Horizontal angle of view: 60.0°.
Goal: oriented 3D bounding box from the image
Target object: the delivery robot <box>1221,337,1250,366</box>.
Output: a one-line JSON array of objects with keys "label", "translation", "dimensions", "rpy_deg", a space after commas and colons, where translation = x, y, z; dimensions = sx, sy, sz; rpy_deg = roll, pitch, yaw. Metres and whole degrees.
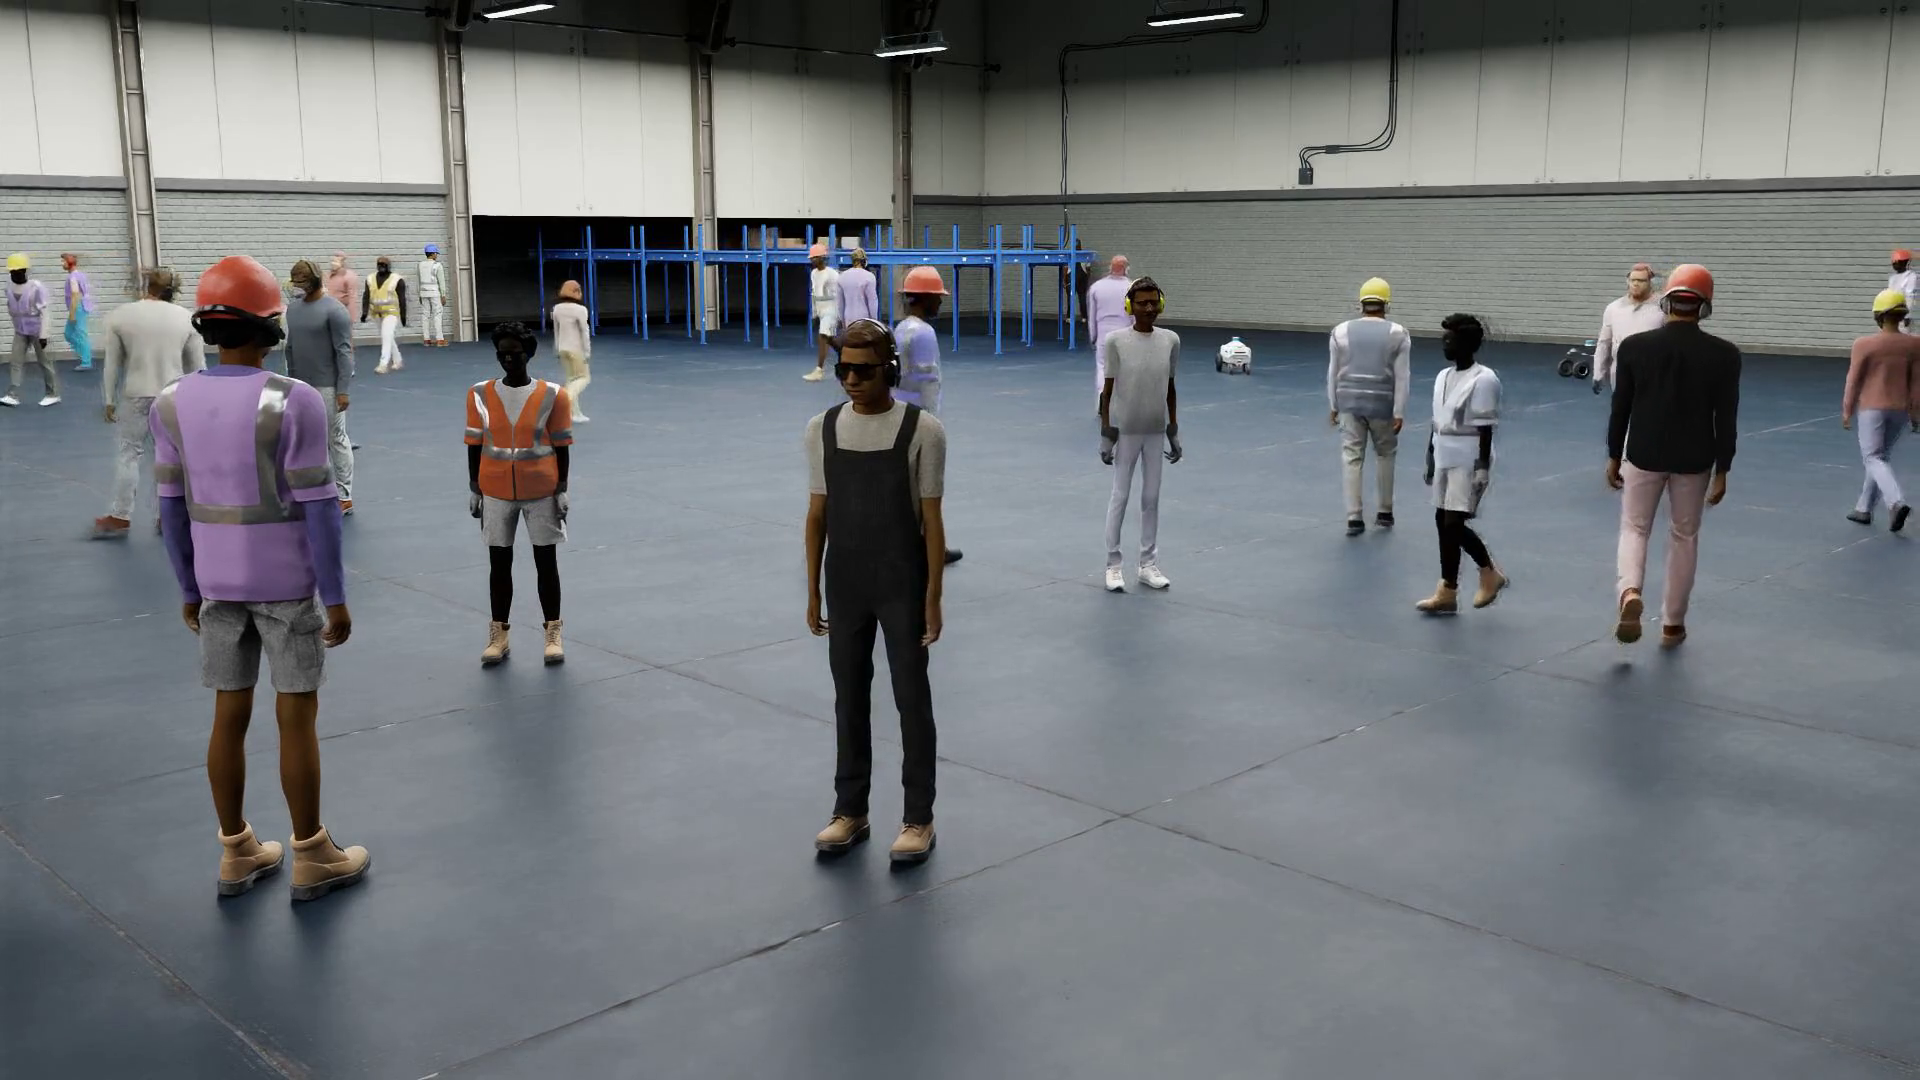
[{"label": "delivery robot", "translation": [4.265, -2.899, 25.749], "dimensions": [0.477, 0.478, 0.707], "rpy_deg": [-1, 10, -3]}]

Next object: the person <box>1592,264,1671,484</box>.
[{"label": "person", "translation": [5.757, -1.422, 14.270], "dimensions": [1.005, 1.854, 0.672], "rpy_deg": [-10, 14, -44]}]

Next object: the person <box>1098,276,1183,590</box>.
[{"label": "person", "translation": [1.086, -0.637, 9.972], "dimensions": [0.535, 1.868, 0.309], "rpy_deg": [-3, 11, -17]}]

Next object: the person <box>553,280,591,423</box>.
[{"label": "person", "translation": [-4.384, -2.114, 18.713], "dimensions": [0.501, 1.618, 0.491], "rpy_deg": [6, 12, 29]}]

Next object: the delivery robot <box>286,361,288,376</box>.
[{"label": "delivery robot", "translation": [-9.195, -2.456, 23.335], "dimensions": [0.477, 0.478, 0.707], "rpy_deg": [-1, 11, -6]}]

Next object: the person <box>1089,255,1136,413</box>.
[{"label": "person", "translation": [1.812, -2.385, 19.461], "dimensions": [0.649, 1.886, 0.763], "rpy_deg": [2, 11, 12]}]

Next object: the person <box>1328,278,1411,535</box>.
[{"label": "person", "translation": [2.945, -0.967, 11.952], "dimensions": [0.595, 1.805, 0.690], "rpy_deg": [4, 11, 23]}]

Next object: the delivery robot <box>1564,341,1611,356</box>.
[{"label": "delivery robot", "translation": [9.414, -2.871, 24.888], "dimensions": [0.699, 0.223, 0.335], "rpy_deg": [-2, 11, -11]}]

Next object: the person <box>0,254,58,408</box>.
[{"label": "person", "translation": [-11.449, -2.545, 20.358], "dimensions": [0.606, 1.866, 1.013], "rpy_deg": [1, 10, 8]}]

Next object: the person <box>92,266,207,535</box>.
[{"label": "person", "translation": [-5.803, -0.998, 11.896], "dimensions": [0.808, 1.890, 0.374], "rpy_deg": [-5, 11, -23]}]

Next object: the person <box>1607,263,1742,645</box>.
[{"label": "person", "translation": [3.610, -0.411, 8.460], "dimensions": [0.620, 1.971, 0.721], "rpy_deg": [5, 11, 25]}]

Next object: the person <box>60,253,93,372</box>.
[{"label": "person", "translation": [-13.800, -3.541, 25.891], "dimensions": [0.530, 1.831, 0.594], "rpy_deg": [-5, 11, -24]}]

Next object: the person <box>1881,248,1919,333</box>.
[{"label": "person", "translation": [14.116, -3.397, 24.887], "dimensions": [0.769, 1.921, 0.546], "rpy_deg": [-3, 11, -14]}]

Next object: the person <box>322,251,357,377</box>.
[{"label": "person", "translation": [-9.313, -3.353, 24.784], "dimensions": [0.741, 1.880, 0.481], "rpy_deg": [7, 12, 33]}]

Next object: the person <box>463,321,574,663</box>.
[{"label": "person", "translation": [-2.181, -0.234, 8.246], "dimensions": [0.533, 1.697, 0.318], "rpy_deg": [-1, 10, -5]}]

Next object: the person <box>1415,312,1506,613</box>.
[{"label": "person", "translation": [2.779, -0.416, 9.248], "dimensions": [0.379, 1.684, 0.556], "rpy_deg": [-3, 11, -15]}]

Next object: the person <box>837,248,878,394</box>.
[{"label": "person", "translation": [-1.349, -2.920, 22.230], "dimensions": [0.627, 1.941, 0.370], "rpy_deg": [7, 12, 33]}]

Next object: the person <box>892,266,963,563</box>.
[{"label": "person", "translation": [-0.330, -0.777, 10.597], "dimensions": [0.675, 1.920, 0.565], "rpy_deg": [-3, 11, -15]}]

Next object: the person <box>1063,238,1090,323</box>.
[{"label": "person", "translation": [2.820, -6.315, 40.579], "dimensions": [0.681, 2.000, 0.536], "rpy_deg": [-1, 10, -4]}]

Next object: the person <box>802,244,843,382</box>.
[{"label": "person", "translation": [-1.877, -3.330, 24.354], "dimensions": [0.995, 1.995, 0.660], "rpy_deg": [-8, 13, -37]}]

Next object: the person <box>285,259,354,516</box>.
[{"label": "person", "translation": [-4.847, -1.146, 12.577], "dimensions": [0.627, 1.933, 0.374], "rpy_deg": [6, 12, 28]}]

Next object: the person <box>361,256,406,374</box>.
[{"label": "person", "translation": [-8.923, -3.522, 25.915], "dimensions": [0.627, 1.802, 0.955], "rpy_deg": [2, 11, 11]}]

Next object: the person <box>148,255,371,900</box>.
[{"label": "person", "translation": [-2.227, 0.127, 5.314], "dimensions": [0.612, 2.048, 0.363], "rpy_deg": [2, 11, 12]}]

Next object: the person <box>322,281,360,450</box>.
[{"label": "person", "translation": [-6.407, -1.741, 16.345], "dimensions": [0.806, 1.734, 0.533], "rpy_deg": [-3, 11, -14]}]

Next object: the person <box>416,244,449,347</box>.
[{"label": "person", "translation": [-10.082, -4.673, 31.768], "dimensions": [0.612, 1.943, 0.400], "rpy_deg": [4, 11, 19]}]

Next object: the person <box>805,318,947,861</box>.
[{"label": "person", "translation": [-0.290, 0.172, 5.646], "dimensions": [0.505, 1.840, 0.329], "rpy_deg": [3, 11, 16]}]

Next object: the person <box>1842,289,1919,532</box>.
[{"label": "person", "translation": [6.692, -0.936, 11.988], "dimensions": [0.522, 1.738, 0.813], "rpy_deg": [0, 10, -1]}]
